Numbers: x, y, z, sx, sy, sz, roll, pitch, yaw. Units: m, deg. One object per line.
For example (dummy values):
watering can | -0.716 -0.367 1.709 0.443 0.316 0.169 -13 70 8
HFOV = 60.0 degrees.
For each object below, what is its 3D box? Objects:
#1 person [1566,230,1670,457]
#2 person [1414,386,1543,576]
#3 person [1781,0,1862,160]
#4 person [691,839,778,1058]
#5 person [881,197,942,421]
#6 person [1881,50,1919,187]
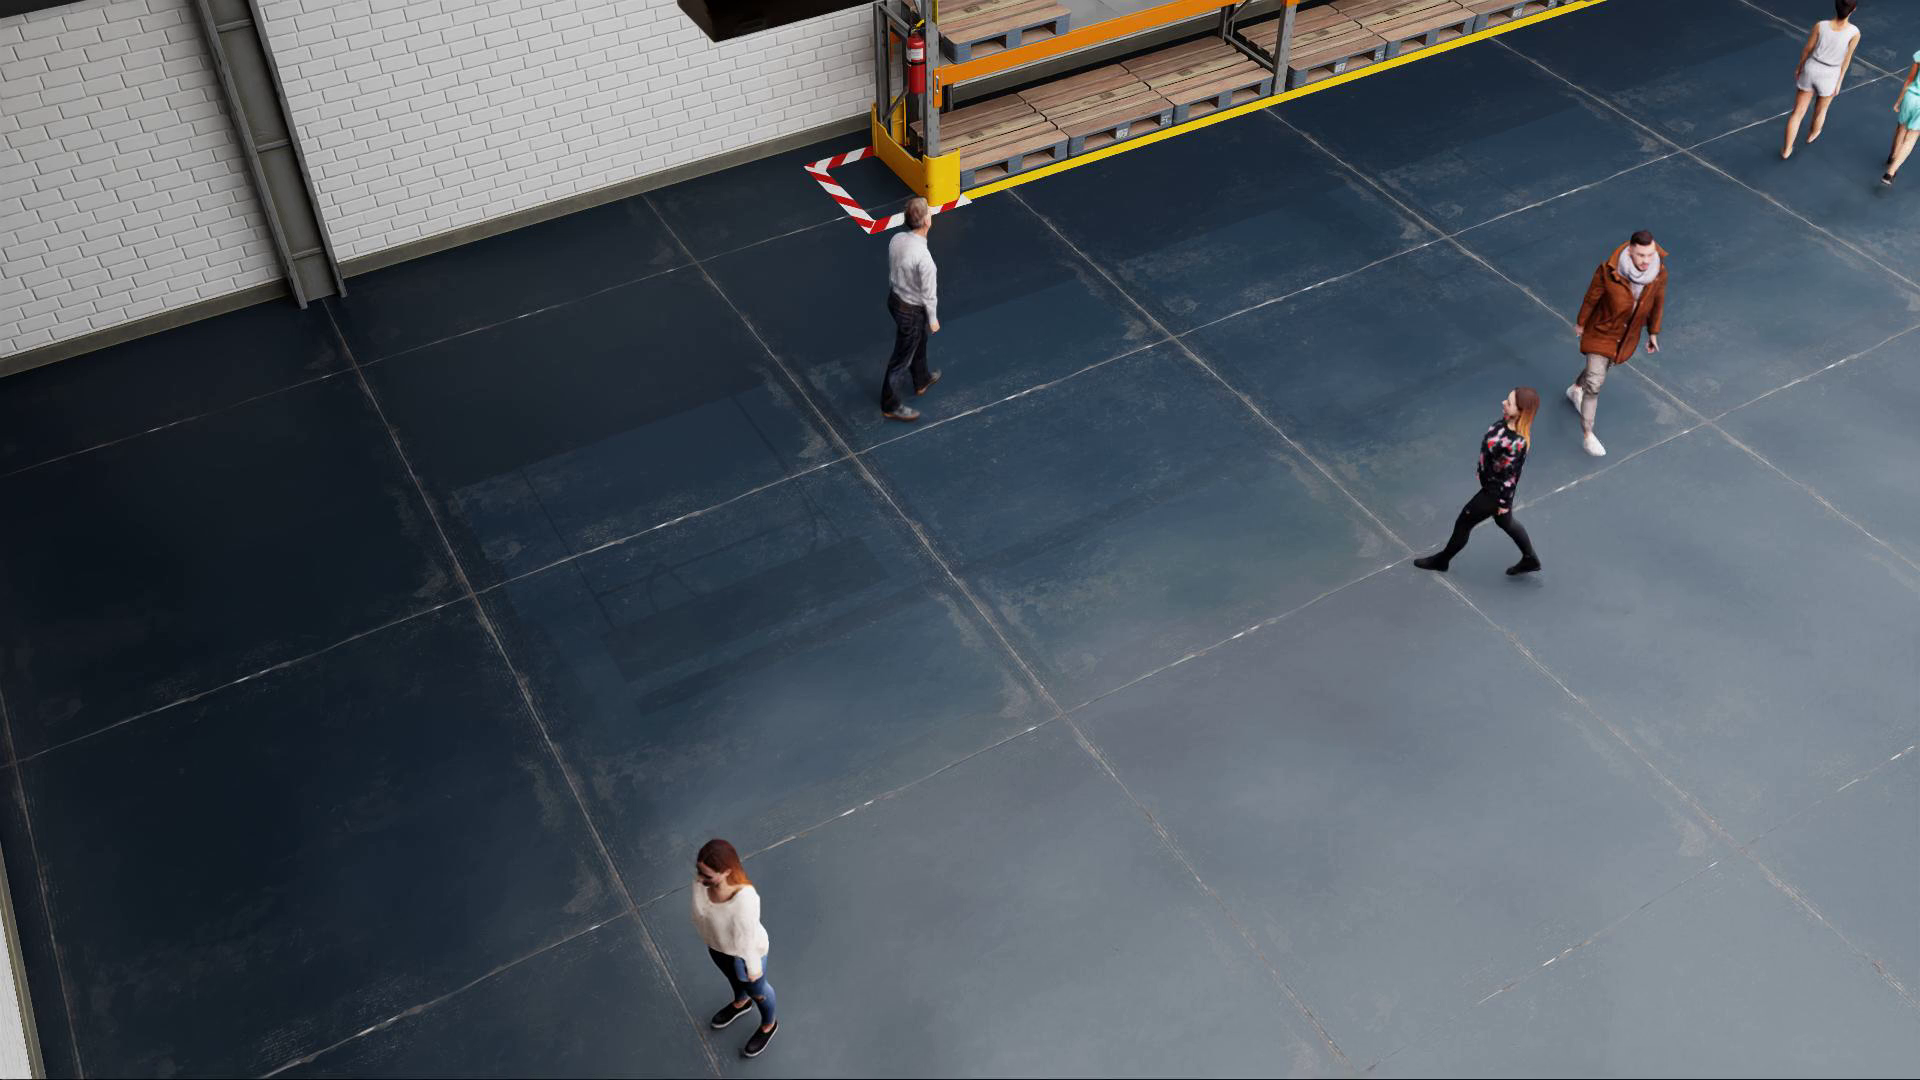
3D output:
person | 4.842 -1.591 12.443 1.152 1.787 1.006 -8 44 -8
person | 3.718 -0.347 11.241 1.109 1.644 1.054 11 45 11
person | 7.933 -4.262 15.384 0.813 1.598 0.976 26 50 25
person | -1.172 2.086 8.651 0.682 1.693 0.654 32 52 29
person | -0.415 -1.720 12.577 0.849 1.788 0.656 -18 46 -18
person | 8.693 -3.932 15.087 0.792 1.529 1.092 31 52 28
